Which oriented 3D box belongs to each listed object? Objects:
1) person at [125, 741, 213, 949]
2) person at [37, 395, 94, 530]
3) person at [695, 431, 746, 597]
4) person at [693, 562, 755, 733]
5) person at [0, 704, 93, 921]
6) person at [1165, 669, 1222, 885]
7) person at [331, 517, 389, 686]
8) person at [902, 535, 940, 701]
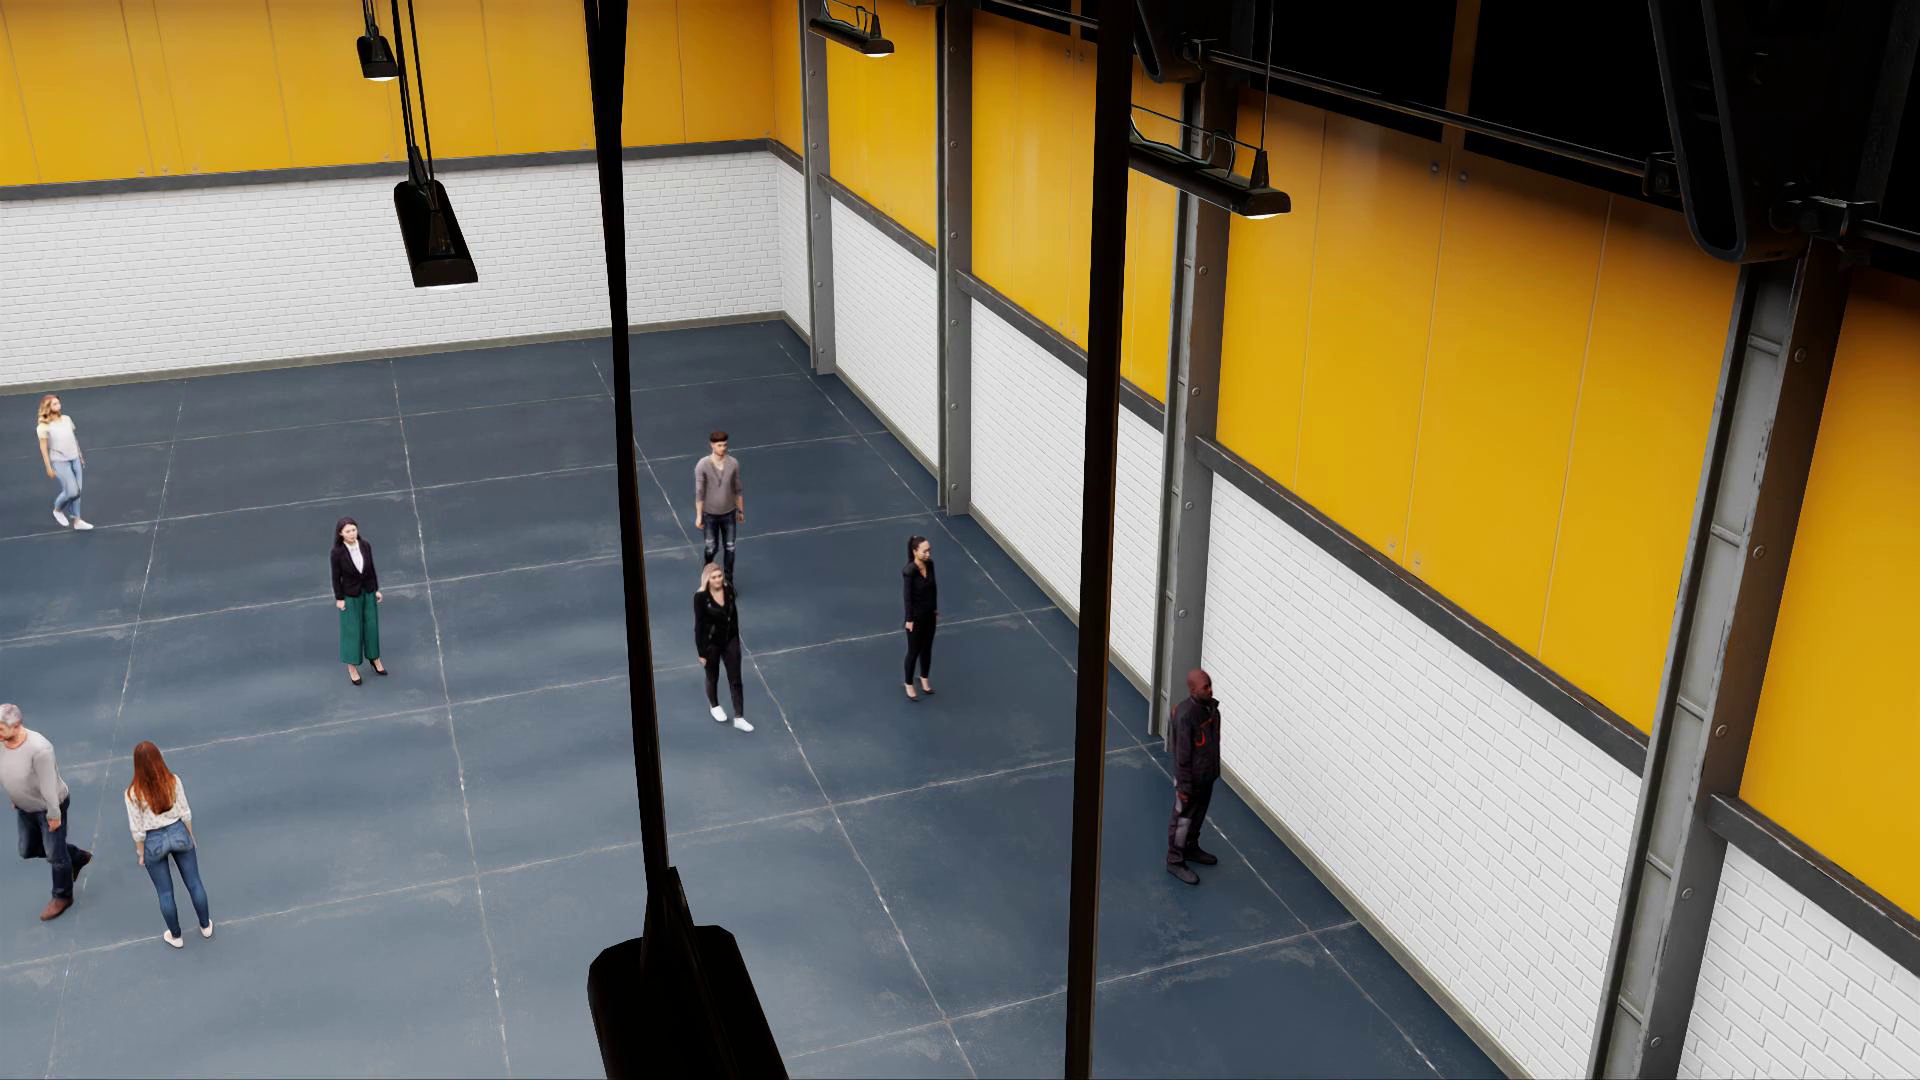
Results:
[{"bbox_3d":[-5.950,2.273,12.475,0.627,1.728,0.596,-17,29,-33],"label":"person"},{"bbox_3d":[-10.721,-0.913,19.783,0.859,1.712,0.801,6,24,13],"label":"person"},{"bbox_3d":[-2.663,-0.324,18.215,0.709,1.890,0.832,-9,25,-20],"label":"person"},{"bbox_3d":[-2.307,0.954,15.573,0.778,1.663,0.971,-15,28,-31],"label":"person"},{"bbox_3d":[-7.042,2.018,12.866,0.957,1.882,1.023,9,25,20],"label":"person"},{"bbox_3d":[1.869,1.840,13.345,0.829,1.825,0.802,14,27,29],"label":"person"},{"bbox_3d":[-5.915,0.576,16.344,0.698,1.738,0.710,20,31,38],"label":"person"},{"bbox_3d":[-0.382,0.741,16.001,0.640,1.711,0.633,18,30,36],"label":"person"}]
